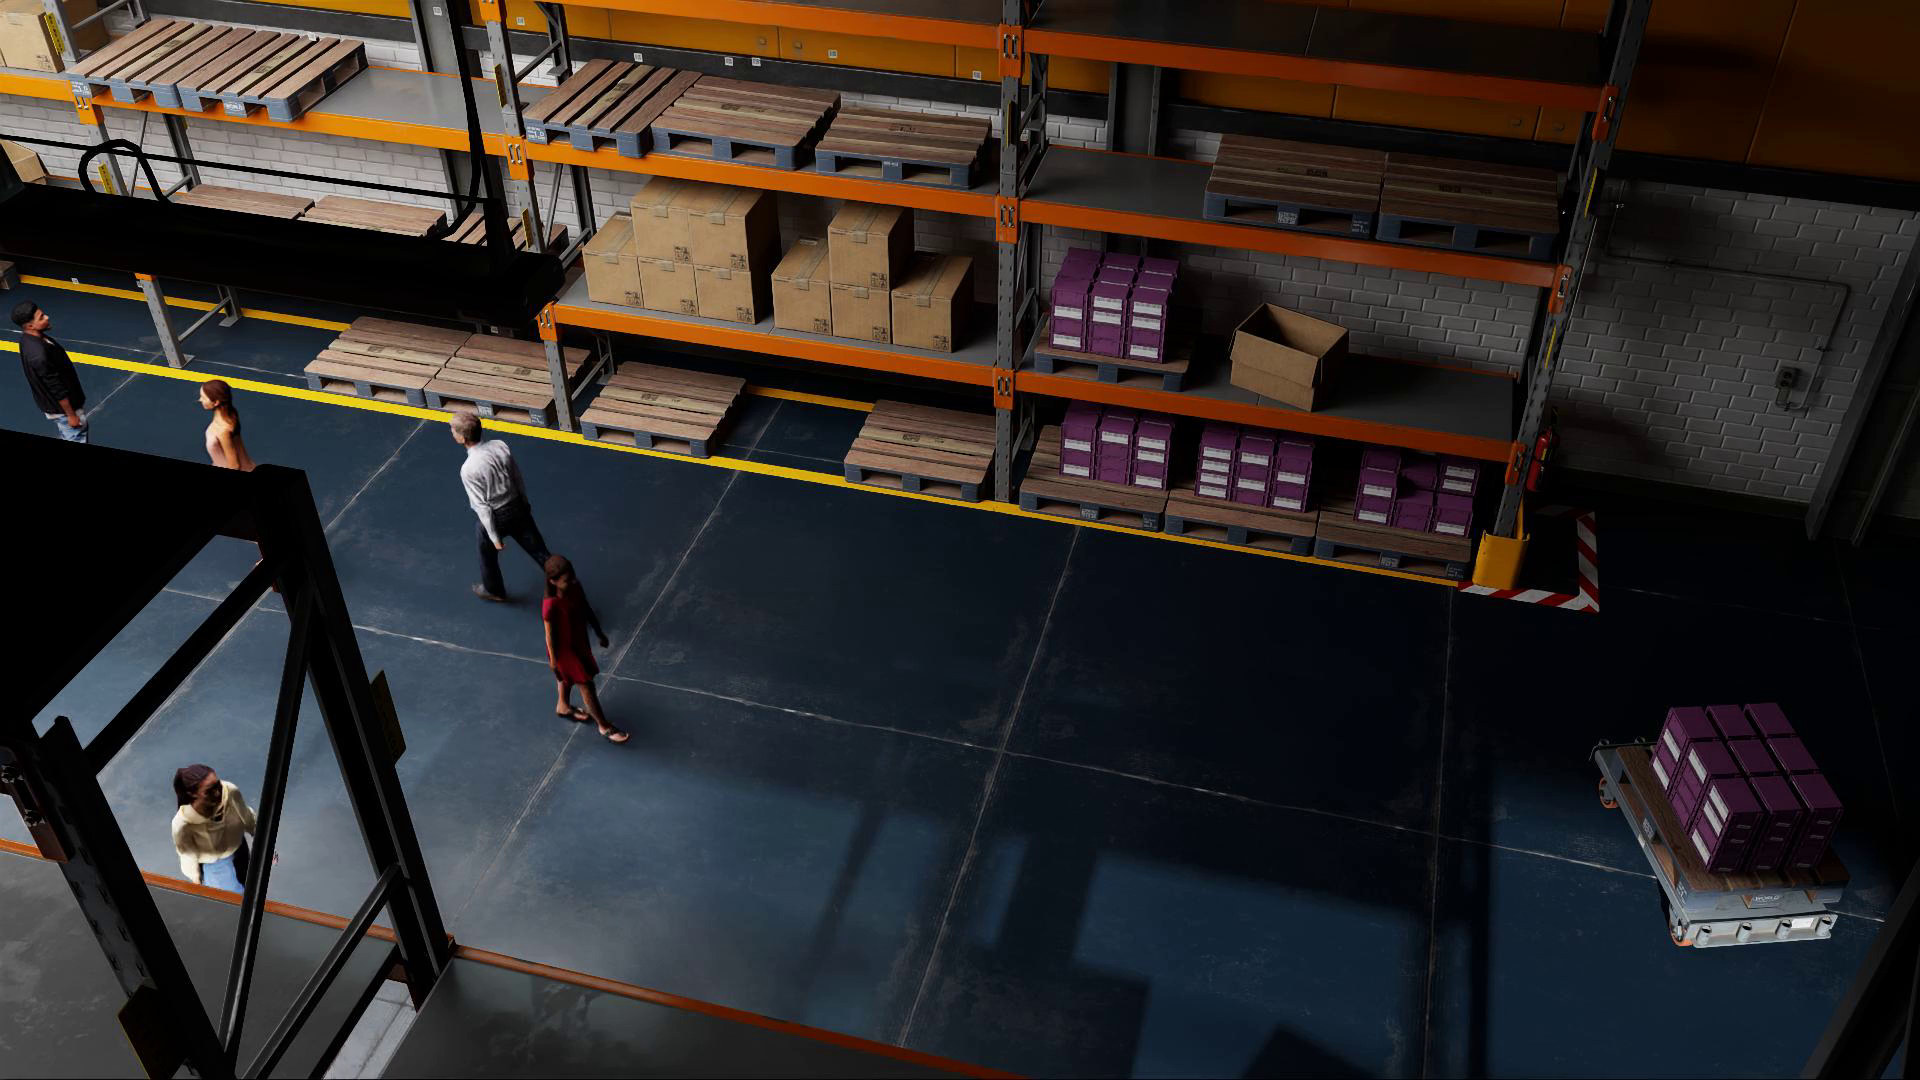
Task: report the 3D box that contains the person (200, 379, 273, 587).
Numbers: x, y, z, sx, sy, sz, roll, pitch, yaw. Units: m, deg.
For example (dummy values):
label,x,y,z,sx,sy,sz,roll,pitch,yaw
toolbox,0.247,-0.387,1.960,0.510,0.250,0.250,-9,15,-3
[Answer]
label,x,y,z,sx,sy,sz,roll,pitch,yaw
person,-5.462,-0.449,12.695,0.682,1.832,0.655,-13,40,-16

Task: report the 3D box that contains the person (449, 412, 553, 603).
label,x,y,z,sx,sy,sz,roll,pitch,yaw
person,-3.323,-0.130,12.352,1.329,1.761,0.952,24,45,27

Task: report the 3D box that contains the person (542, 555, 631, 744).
label,x,y,z,sx,sy,sz,roll,pitch,yaw
person,-2.761,0.699,11.503,0.890,1.526,0.583,12,40,15

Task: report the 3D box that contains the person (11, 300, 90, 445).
label,x,y,z,sx,sy,sz,roll,pitch,yaw
person,-7.359,-1.148,13.585,0.845,1.813,0.768,-23,44,-26

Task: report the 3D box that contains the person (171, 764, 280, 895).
label,x,y,z,sx,sy,sz,roll,pitch,yaw
person,-4.419,1.913,9.911,0.891,1.615,0.741,17,42,20
